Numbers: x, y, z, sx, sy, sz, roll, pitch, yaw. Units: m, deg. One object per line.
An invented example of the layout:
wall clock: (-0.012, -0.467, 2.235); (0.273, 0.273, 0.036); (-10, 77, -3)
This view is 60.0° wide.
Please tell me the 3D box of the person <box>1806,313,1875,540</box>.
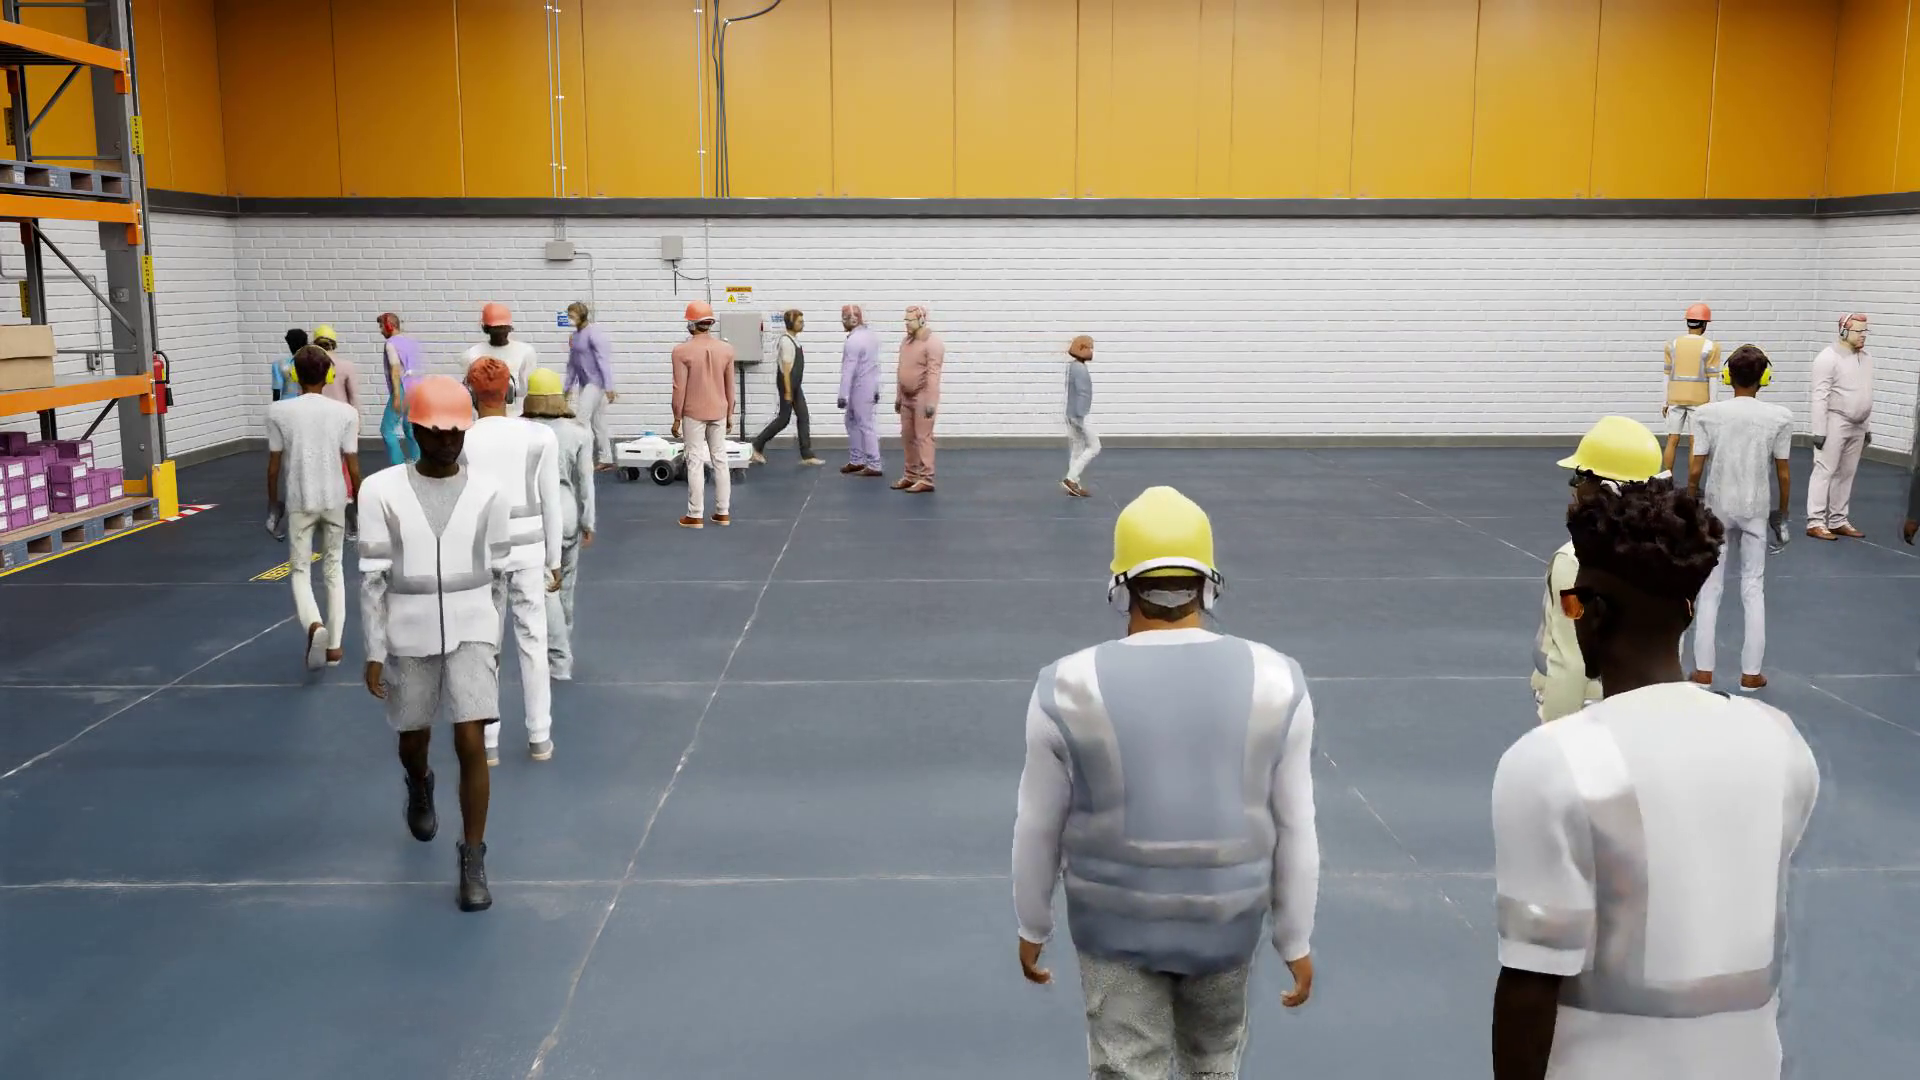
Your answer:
person: (7.411, -0.945, 13.949); (0.643, 1.902, 0.401); (-5, 10, -27)

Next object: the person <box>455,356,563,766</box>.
person: (-2.106, 0.101, 7.605); (0.577, 1.880, 0.379); (-3, 10, -18)

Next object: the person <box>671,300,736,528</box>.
person: (-2.254, -1.101, 14.592); (0.618, 1.997, 0.373); (-7, 12, -38)

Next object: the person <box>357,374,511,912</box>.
person: (-1.916, 0.329, 6.129); (0.542, 1.908, 0.862); (-3, 10, -20)

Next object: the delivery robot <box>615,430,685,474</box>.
delivery robot: (-3.279, -0.922, 17.624); (0.707, 0.478, 0.477); (2, 9, 14)

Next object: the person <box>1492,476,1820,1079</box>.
person: (1.052, 0.870, 2.684); (0.610, 1.939, 0.519); (-3, 10, -16)

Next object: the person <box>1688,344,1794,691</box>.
person: (4.180, -0.114, 8.966); (0.538, 1.859, 0.313); (4, 10, 24)

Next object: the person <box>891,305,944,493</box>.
person: (-0.441, -1.433, 16.941); (0.415, 1.896, 0.674); (-7, 11, -36)

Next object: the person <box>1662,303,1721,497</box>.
person: (7.250, -1.379, 16.510); (0.541, 1.932, 0.383); (8, 12, 40)

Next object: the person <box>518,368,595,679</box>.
person: (-2.348, -0.111, 9.403); (0.493, 1.706, 0.845); (-5, 11, -29)

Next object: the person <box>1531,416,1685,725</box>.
person: (1.924, 0.544, 5.001); (0.590, 1.837, 0.403); (-6, 11, -35)

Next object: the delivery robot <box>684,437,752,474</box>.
delivery robot: (-2.546, -0.906, 17.525); (0.707, 0.478, 0.477); (-2, 9, -12)

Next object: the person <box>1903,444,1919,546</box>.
person: (5.509, -0.126, 8.919); (0.633, 1.890, 0.830); (-1, 9, -7)

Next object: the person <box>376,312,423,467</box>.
person: (-5.931, -1.502, 17.615); (0.551, 1.807, 0.617); (1, 9, 8)

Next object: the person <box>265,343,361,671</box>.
person: (-3.616, -0.169, 9.328); (0.520, 1.851, 0.664); (-4, 10, -25)

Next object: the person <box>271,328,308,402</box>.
person: (-6.547, -1.260, 16.529); (0.562, 1.676, 0.368); (-7, 12, -37)

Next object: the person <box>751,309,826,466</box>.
person: (-2.017, -1.740, 19.078); (0.859, 1.824, 0.520); (1, 9, 9)

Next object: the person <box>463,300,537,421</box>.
person: (-3.846, -1.014, 14.033); (0.620, 2.006, 0.612); (-3, 10, -20)

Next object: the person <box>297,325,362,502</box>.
person: (-5.872, -1.127, 15.497); (0.547, 1.741, 0.711); (-3, 10, -20)

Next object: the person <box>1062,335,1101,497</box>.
person: (1.217, -1.211, 16.427); (0.338, 1.624, 0.505); (-1, 9, -8)

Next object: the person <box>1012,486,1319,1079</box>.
person: (0.419, 0.784, 3.583); (0.627, 1.813, 0.574); (-1, 9, -3)

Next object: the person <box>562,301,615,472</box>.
person: (-4.153, -1.669, 18.354); (0.774, 1.906, 0.700); (-7, 11, -36)

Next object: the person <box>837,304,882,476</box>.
person: (-1.152, -1.622, 18.153); (0.692, 1.877, 0.676); (2, 10, 15)
